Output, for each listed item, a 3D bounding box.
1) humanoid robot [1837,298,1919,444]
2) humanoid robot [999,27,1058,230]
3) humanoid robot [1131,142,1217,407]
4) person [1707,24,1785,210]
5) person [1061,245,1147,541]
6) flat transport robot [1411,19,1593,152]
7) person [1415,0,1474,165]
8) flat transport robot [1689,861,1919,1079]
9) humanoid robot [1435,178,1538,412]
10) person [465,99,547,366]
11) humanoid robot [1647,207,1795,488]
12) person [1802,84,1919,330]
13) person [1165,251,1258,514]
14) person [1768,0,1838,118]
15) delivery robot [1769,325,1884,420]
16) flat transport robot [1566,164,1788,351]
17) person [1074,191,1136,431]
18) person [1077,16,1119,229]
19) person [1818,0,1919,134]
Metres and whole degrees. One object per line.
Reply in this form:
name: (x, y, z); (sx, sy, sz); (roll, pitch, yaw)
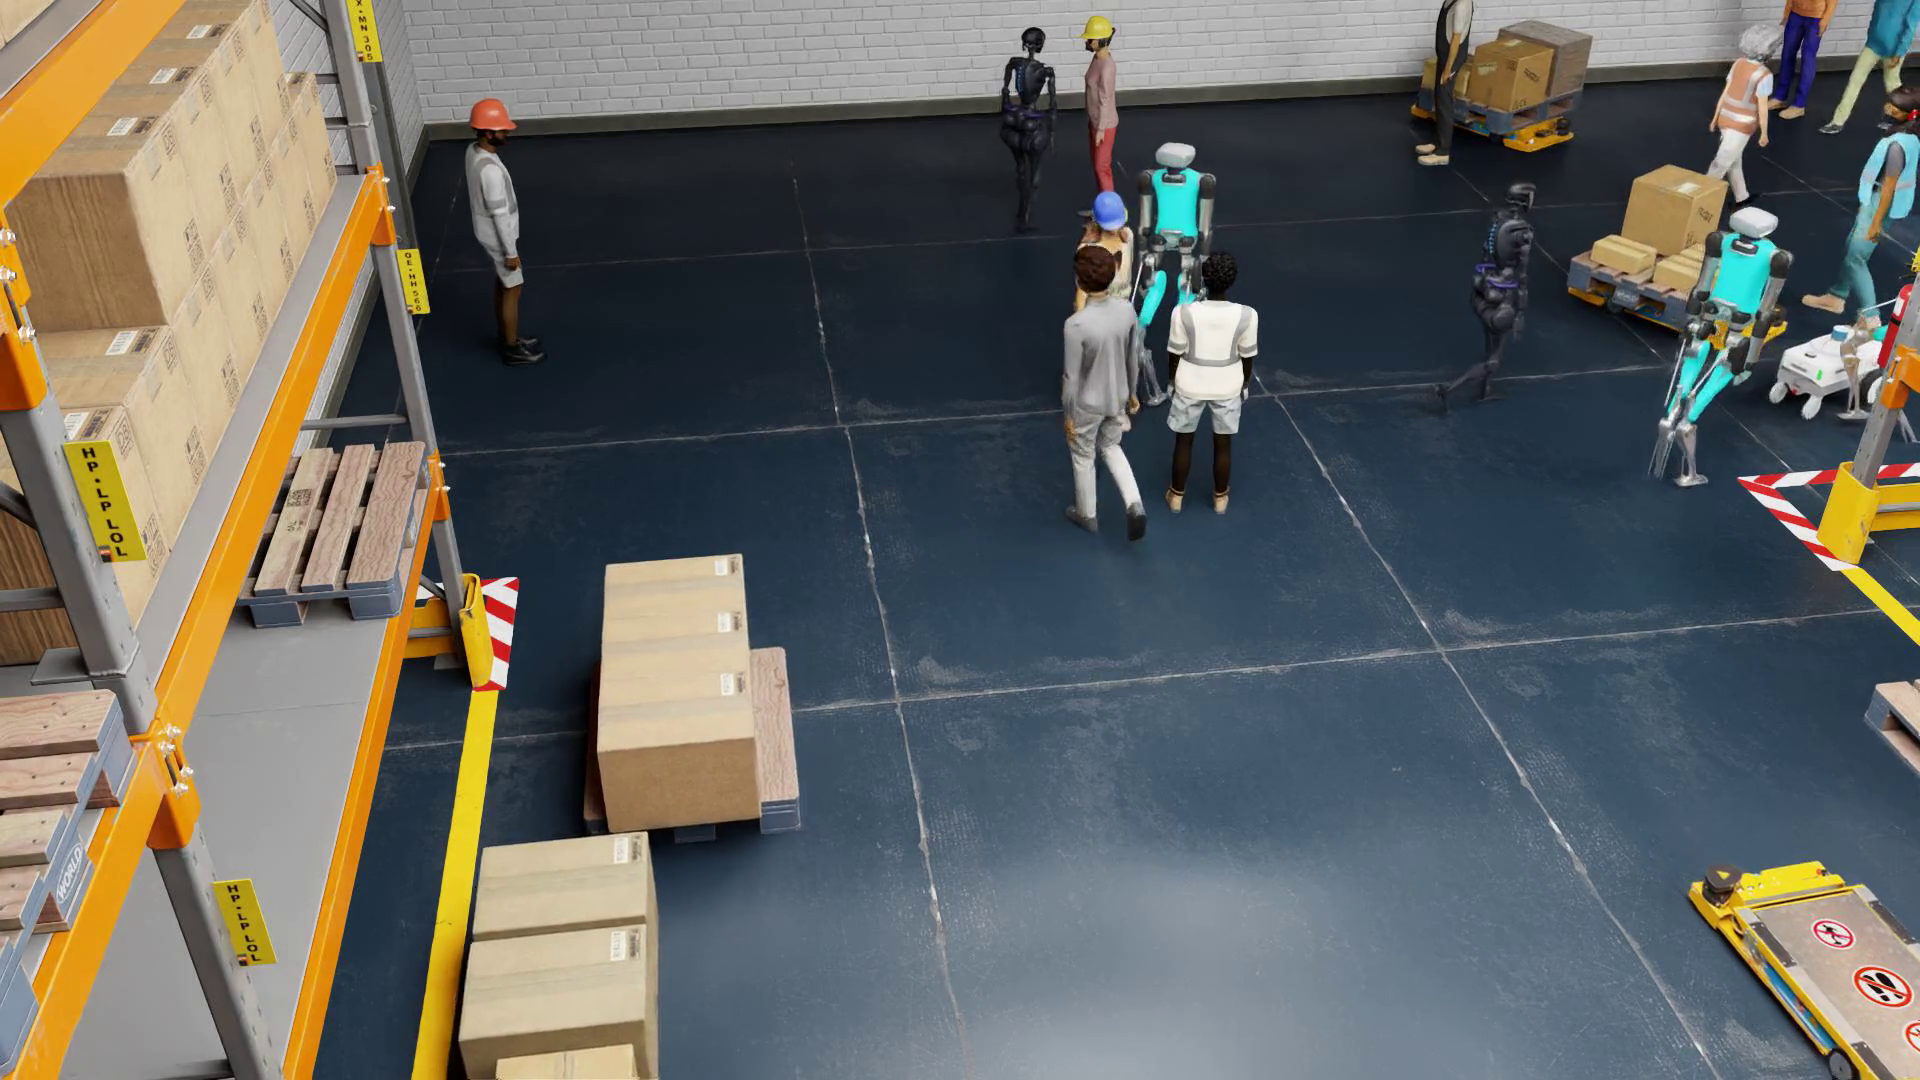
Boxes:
humanoid robot: (6.124, -1.411, 10.738); (0.922, 1.772, 0.537); (8, 34, 12)
humanoid robot: (0.564, -3.449, 13.854); (0.603, 1.647, 0.390); (26, 41, 33)
humanoid robot: (1.349, -1.686, 11.093); (0.572, 1.748, 0.859); (12, 35, 18)
person: (6.594, -3.480, 13.906); (0.838, 1.647, 0.475); (-8, 34, -12)
person: (0.834, -0.795, 9.597); (0.552, 1.877, 0.612); (-16, 37, -23)
flat transport robot: (5.154, -4.091, 16.122); (0.659, 0.231, 1.431); (-22, 39, -30)
person: (4.414, -4.338, 15.065); (0.328, 1.838, 0.505); (5, 34, 8)
flat transport robot: (3.768, 1.885, 6.964); (0.659, 0.231, 1.431); (-7, 34, -11)
humanoid robot: (3.508, -1.624, 11.065); (0.585, 1.646, 0.601); (-6, 34, -9)
person: (-3.184, -2.132, 11.610); (0.382, 1.924, 0.546); (-16, 36, -22)
humanoid robot: (4.550, -1.065, 10.242); (0.779, 1.890, 0.532); (-24, 40, -32)
person: (6.684, -2.405, 12.099); (0.615, 1.852, 0.653); (21, 38, 28)
person: (1.488, -0.916, 9.956); (0.534, 1.691, 0.319); (2, 33, 3)
person: (8.225, -5.114, 16.134); (0.399, 1.974, 0.519); (-15, 36, -22)
delivery robot: (5.981, -1.181, 11.414); (0.804, 0.610, 0.499); (-17, 37, -24)
flat transport robot: (5.432, -1.800, 12.611); (0.659, 0.231, 1.431); (-25, 41, -33)
person: (0.920, -1.484, 10.779); (0.503, 1.726, 0.548); (-18, 37, -25)
person: (1.136, -3.456, 13.787); (0.339, 1.756, 0.516); (-4, 33, -5)
person: (8.787, -4.705, 15.741); (0.888, 1.714, 0.561); (-14, 36, -20)
